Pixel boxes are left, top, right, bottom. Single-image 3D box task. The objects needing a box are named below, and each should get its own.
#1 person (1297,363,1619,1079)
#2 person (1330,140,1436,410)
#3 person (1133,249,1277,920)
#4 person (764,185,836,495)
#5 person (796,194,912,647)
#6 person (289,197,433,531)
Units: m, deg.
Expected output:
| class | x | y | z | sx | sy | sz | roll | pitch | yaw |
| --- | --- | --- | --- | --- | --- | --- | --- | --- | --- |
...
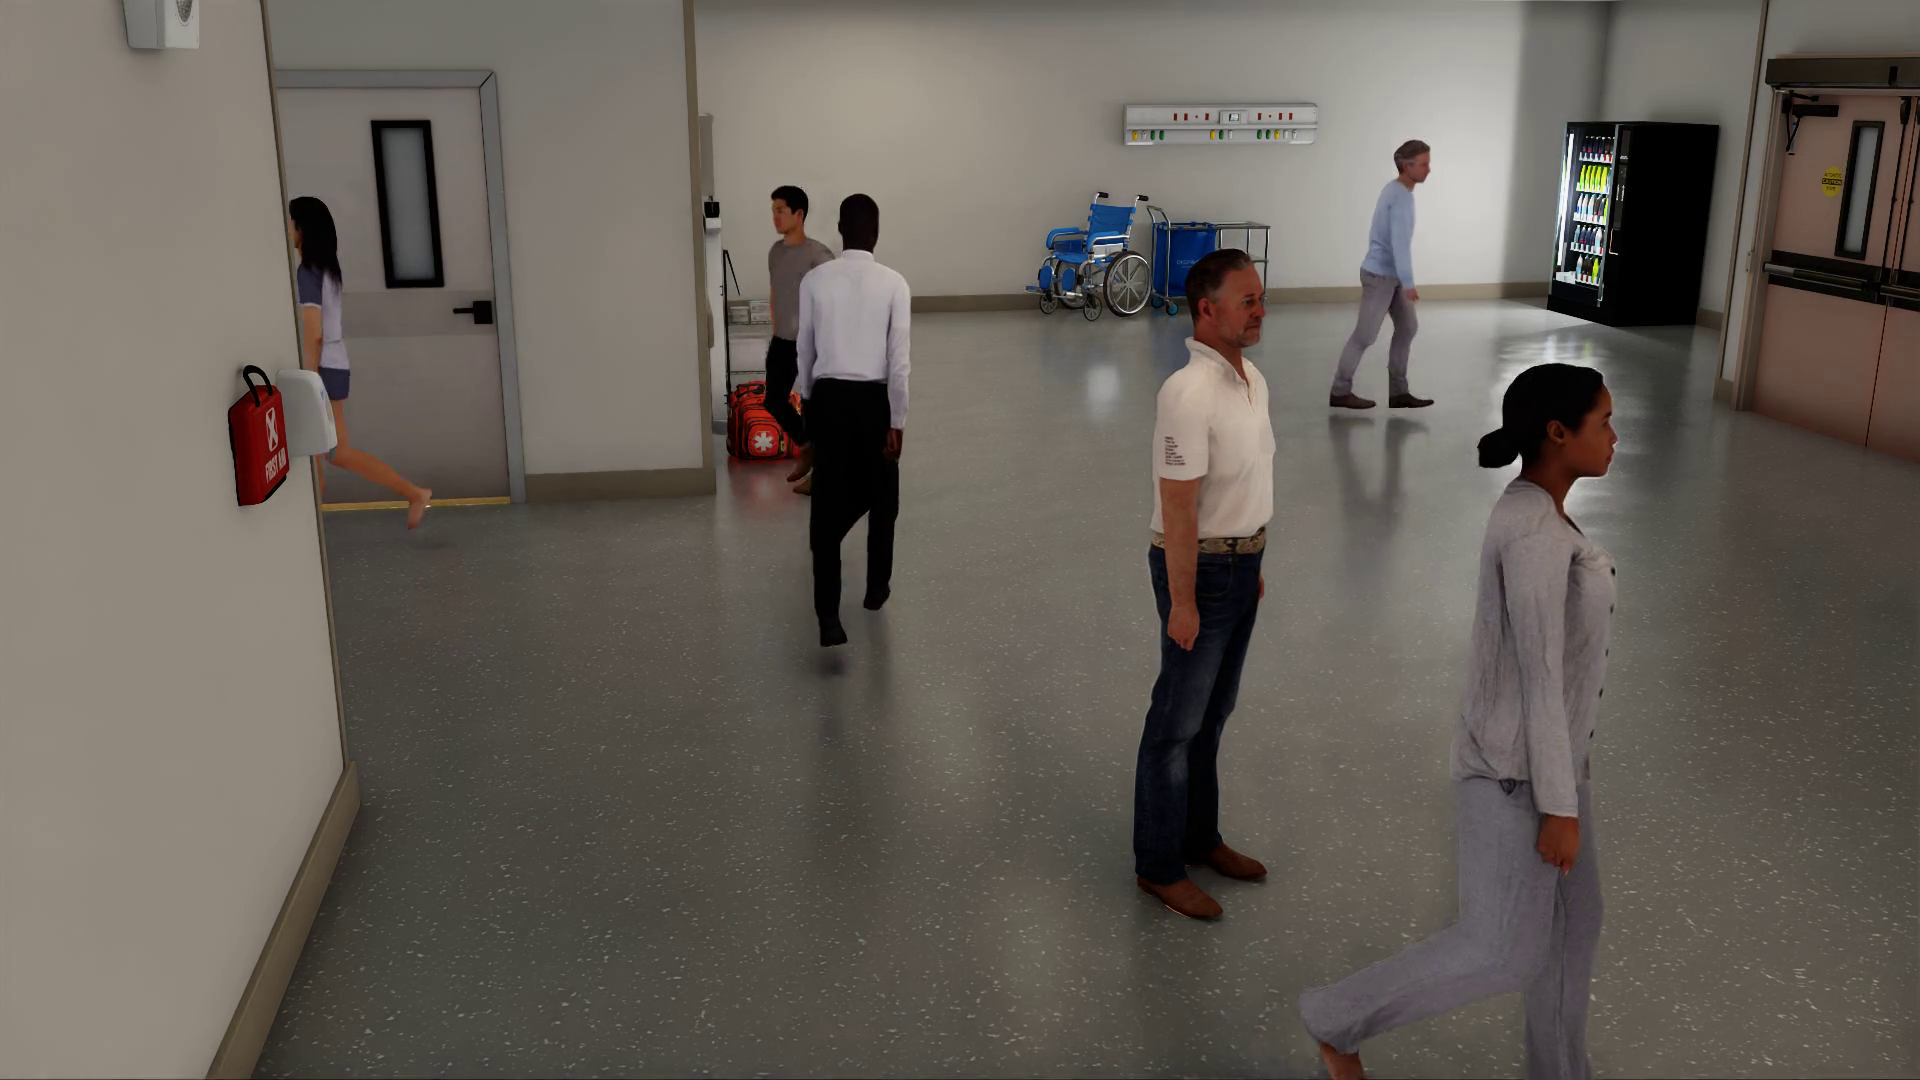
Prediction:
| class | x | y | z | sx | sy | sz | roll | pitch | yaw |
| --- | --- | --- | --- | --- | --- | --- | --- | --- | --- |
| person | 1.147 | 0.488 | 3.581 | 1.048 | 1.716 | 1.069 | 6 | 17 | 21 |
| person | 2.830 | -1.770 | 11.372 | 1.024 | 1.834 | 1.022 | 4 | 16 | 14 |
| person | 0.679 | 0.106 | 4.680 | 0.805 | 1.856 | 0.744 | 11 | 19 | 34 |
| person | -0.819 | -1.118 | 9.299 | 0.761 | 1.704 | 0.825 | 11 | 19 | 34 |
| person | -0.461 | -0.443 | 6.742 | 0.825 | 1.794 | 1.281 | 1 | 16 | 2 |
| person | -3.021 | -0.784 | 8.108 | 0.678 | 1.709 | 0.959 | -4 | 16 | -12 |
